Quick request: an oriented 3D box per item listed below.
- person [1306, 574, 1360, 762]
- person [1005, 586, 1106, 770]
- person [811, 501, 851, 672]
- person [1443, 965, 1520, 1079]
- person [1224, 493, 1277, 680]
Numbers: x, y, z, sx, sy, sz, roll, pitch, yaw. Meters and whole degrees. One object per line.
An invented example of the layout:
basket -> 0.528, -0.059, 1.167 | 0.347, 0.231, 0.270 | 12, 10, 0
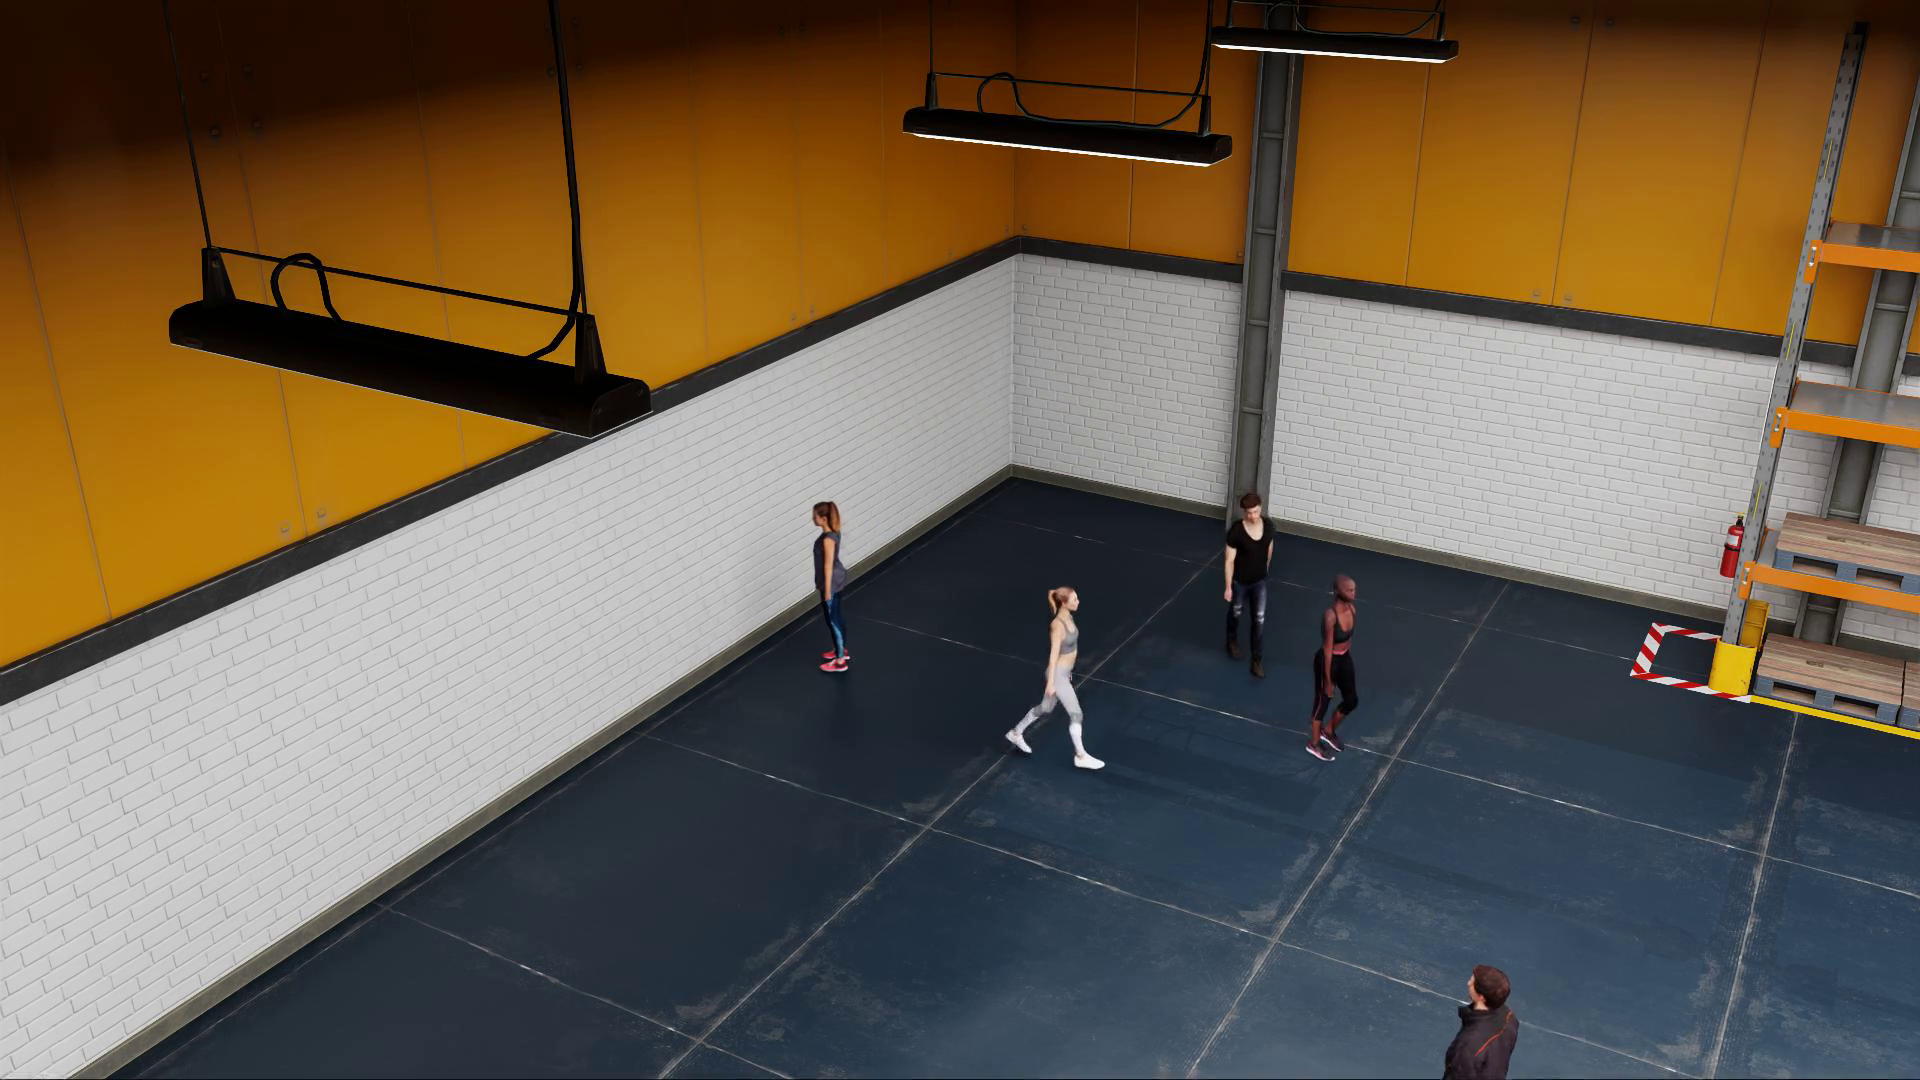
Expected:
person -> 3.150, 1.074, 14.415 | 0.696, 1.747, 0.712 | -18, 29, -35
person -> 0.773, 1.171, 14.297 | 1.185, 1.666, 0.732 | 7, 25, 15
person -> -1.231, 0.423, 15.935 | 0.662, 1.724, 0.640 | 1, 24, 3
person -> 2.948, 3.240, 9.380 | 1.039, 1.813, 0.775 | 17, 29, 34
person -> 2.745, 0.354, 15.950 | 1.130, 1.838, 1.128 | -6, 24, -14
